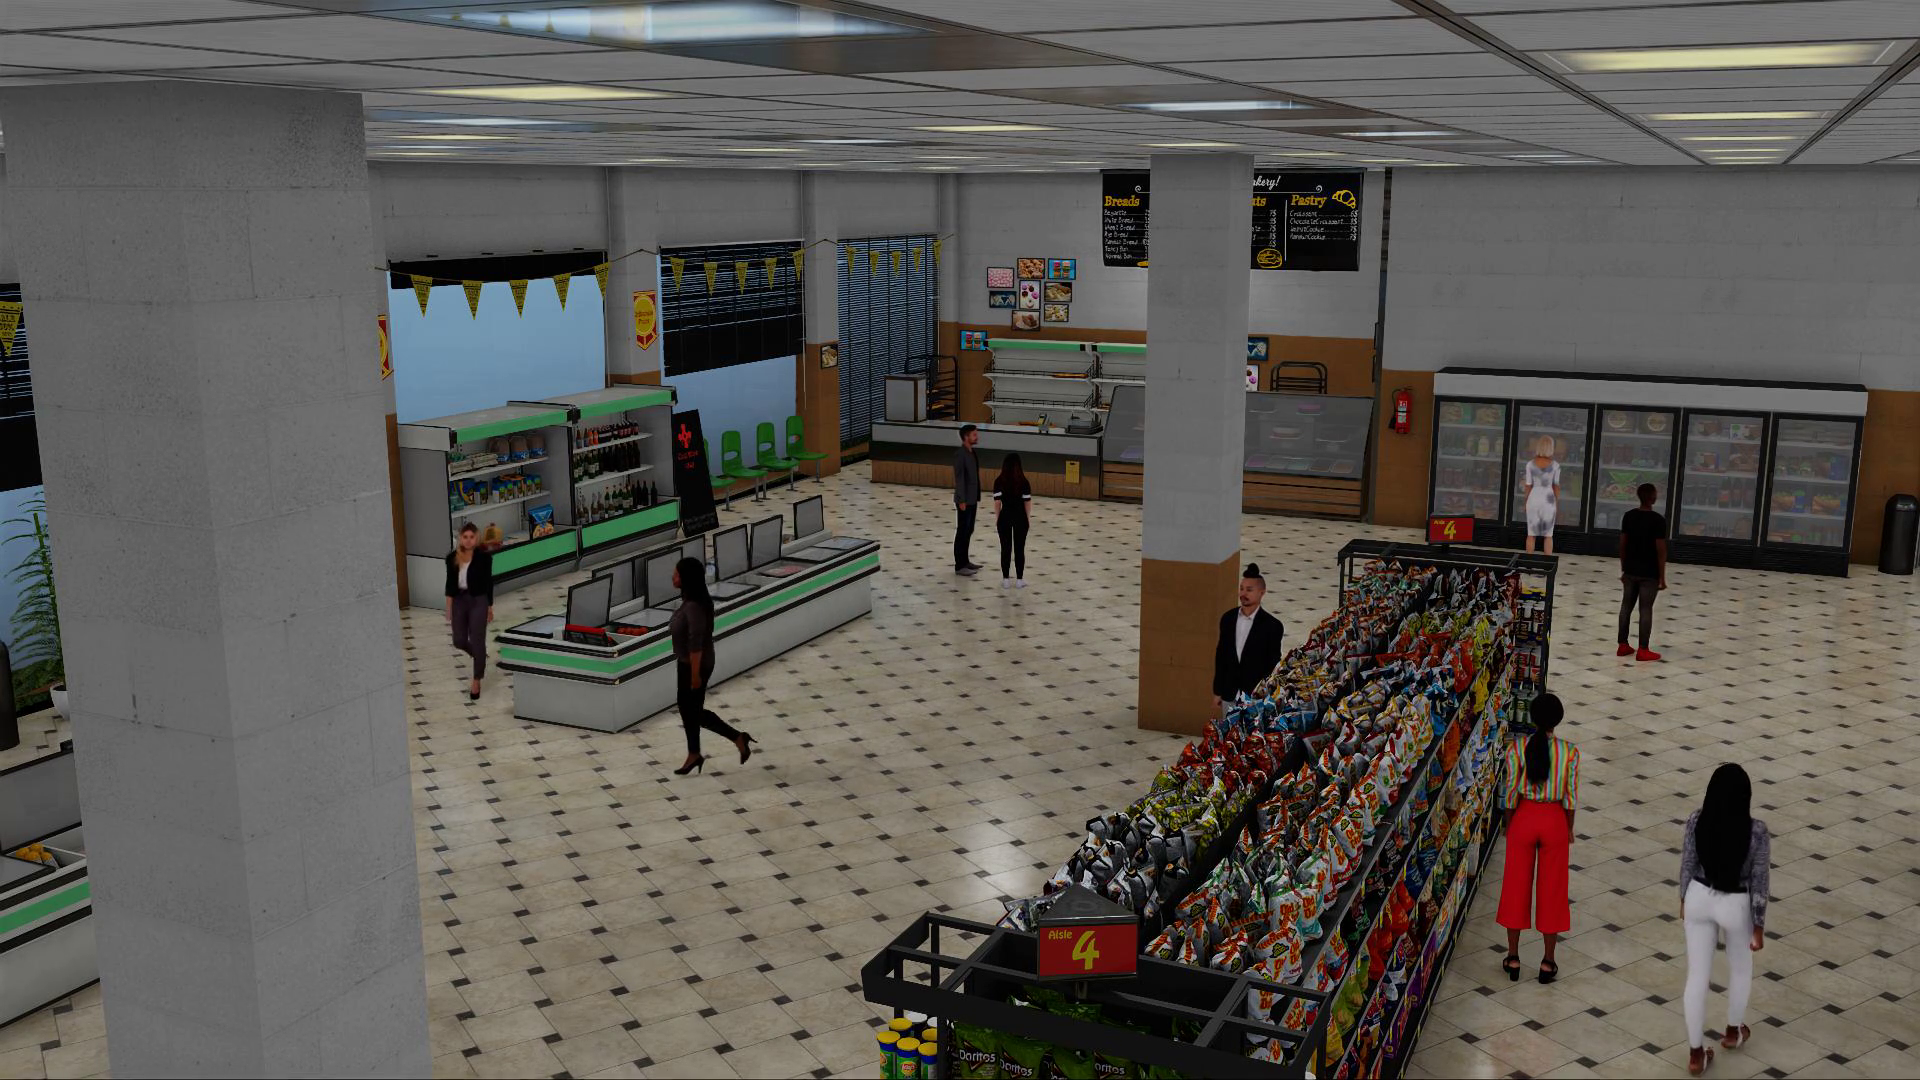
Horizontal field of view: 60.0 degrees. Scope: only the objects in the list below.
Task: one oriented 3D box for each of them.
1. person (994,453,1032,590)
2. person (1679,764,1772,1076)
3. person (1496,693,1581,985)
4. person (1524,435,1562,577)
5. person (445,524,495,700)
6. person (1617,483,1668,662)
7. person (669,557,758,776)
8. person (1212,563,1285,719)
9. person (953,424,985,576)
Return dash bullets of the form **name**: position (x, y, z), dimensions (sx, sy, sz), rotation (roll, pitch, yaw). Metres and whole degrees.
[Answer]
- **person**: position (0.629, -0.237, 19.892), dimensions (0.679, 1.639, 0.682), rotation (1, 12, 6)
- **person**: position (4.040, 2.043, 8.891), dimensions (0.717, 1.710, 0.895), rotation (9, 15, 35)
- **person**: position (3.460, 1.776, 9.960), dimensions (0.618, 1.794, 0.566), rotation (4, 12, 17)
- **person**: position (7.181, -0.427, 20.525), dimensions (0.560, 1.751, 0.496), rotation (6, 13, 25)
- **person**: position (-4.576, 0.653, 15.639), dimensions (0.779, 1.651, 0.914), rotation (0, 12, 2)
- **person**: position (6.908, 0.314, 16.876), dimensions (0.712, 1.805, 0.719), rotation (-8, 14, -33)
- **person**: position (-2.024, 1.044, 13.362), dimensions (0.969, 1.824, 0.976), rotation (-1, 12, -5)
- **person**: position (2.189, 1.132, 12.637), dimensions (0.762, 1.950, 0.691), rotation (10, 15, 39)
- **person**: position (0.085, -0.516, 20.654), dimensions (0.788, 1.871, 0.583), rotation (3, 12, 15)
